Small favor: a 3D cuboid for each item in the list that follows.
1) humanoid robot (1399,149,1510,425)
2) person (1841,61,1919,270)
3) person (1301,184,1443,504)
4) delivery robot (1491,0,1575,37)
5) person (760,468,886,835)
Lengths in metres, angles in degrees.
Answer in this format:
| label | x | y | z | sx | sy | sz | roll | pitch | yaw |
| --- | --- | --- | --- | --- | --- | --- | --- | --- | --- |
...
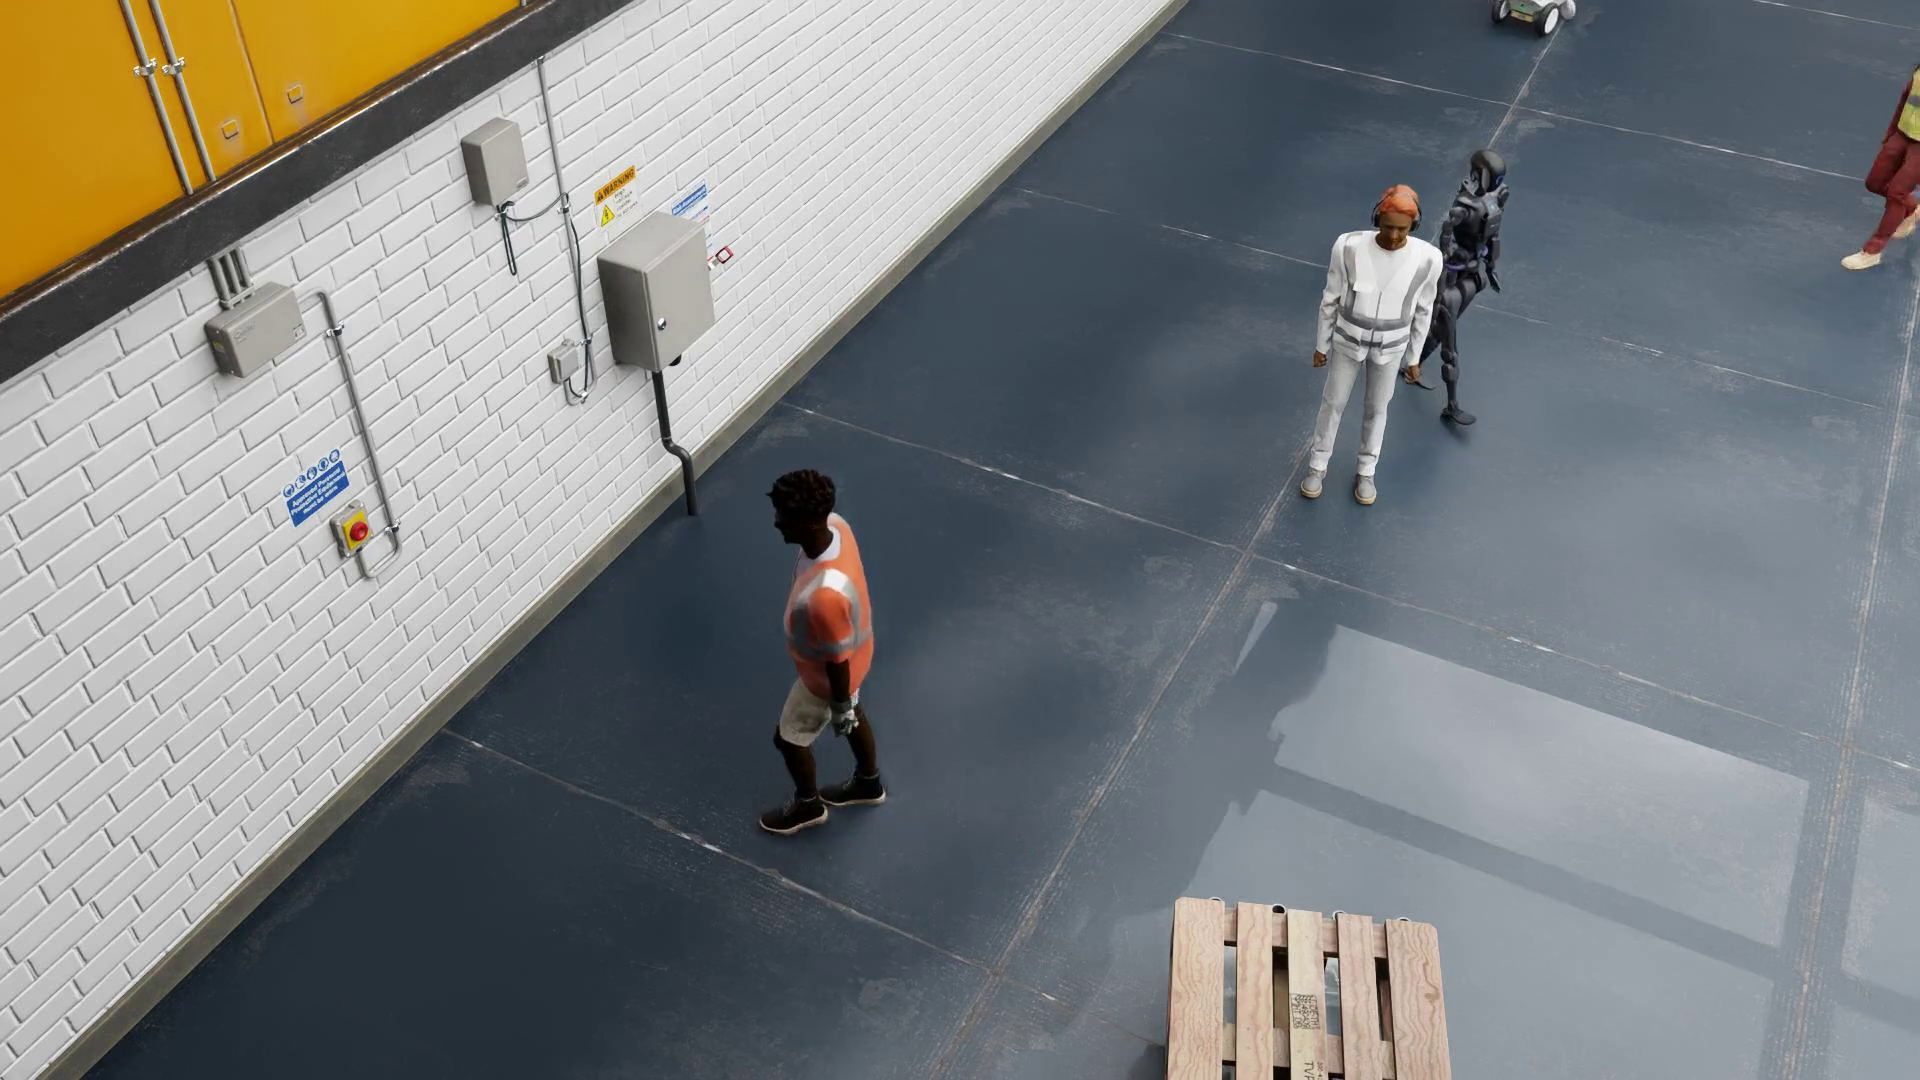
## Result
| label | x | y | z | sx | sy | sz | roll | pitch | yaw |
| --- | --- | --- | --- | --- | --- | --- | --- | --- | --- |
| humanoid robot | 2.907 | -1.467 | 9.477 | 0.609 | 1.638 | 0.676 | -28 | 48 | -29 |
| person | 6.195 | -2.559 | 10.666 | 0.560 | 1.752 | 0.479 | -10 | 42 | -12 |
| person | 2.157 | -1.014 | 8.777 | 0.571 | 1.884 | 0.356 | 9 | 42 | 10 |
| delivery robot | 4.879 | -4.597 | 13.943 | 0.525 | 0.587 | 0.756 | 31 | 50 | 31 |
| person | -0.656 | 0.494 | 6.981 | 0.710 | 1.946 | 0.614 | 1 | 41 | 1 |
